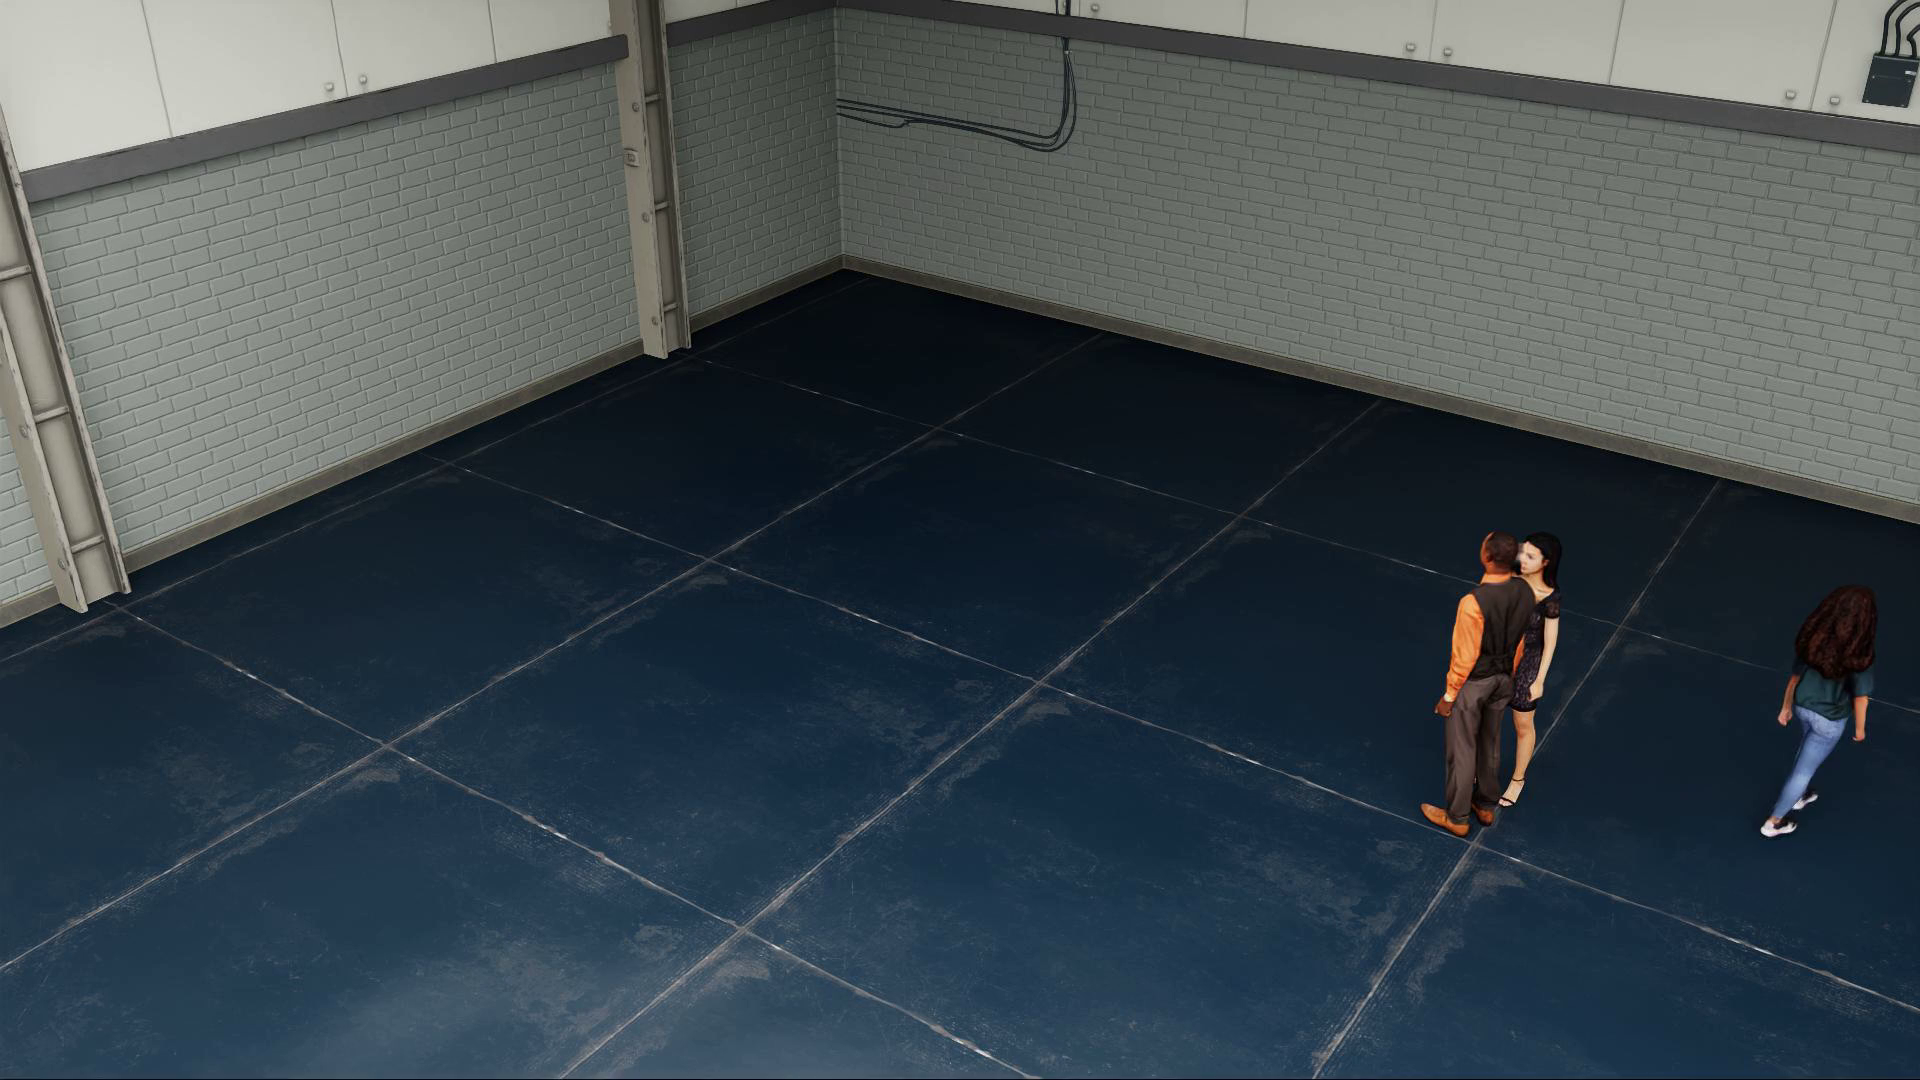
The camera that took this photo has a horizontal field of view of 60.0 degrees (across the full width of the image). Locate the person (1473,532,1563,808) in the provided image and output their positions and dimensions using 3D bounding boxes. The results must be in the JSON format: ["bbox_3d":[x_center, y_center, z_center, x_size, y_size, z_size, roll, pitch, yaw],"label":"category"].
[{"bbox_3d":[3.248,0.750,9.688,0.622,1.791,0.651,-17,32,-29],"label":"person"}]

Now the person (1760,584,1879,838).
[{"bbox_3d":[4.821,1.008,9.413,0.919,1.594,0.801,-13,31,-22],"label":"person"}]

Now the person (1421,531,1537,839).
[{"bbox_3d":[2.960,0.818,9.437,0.724,1.907,0.855,-14,31,-24],"label":"person"}]
